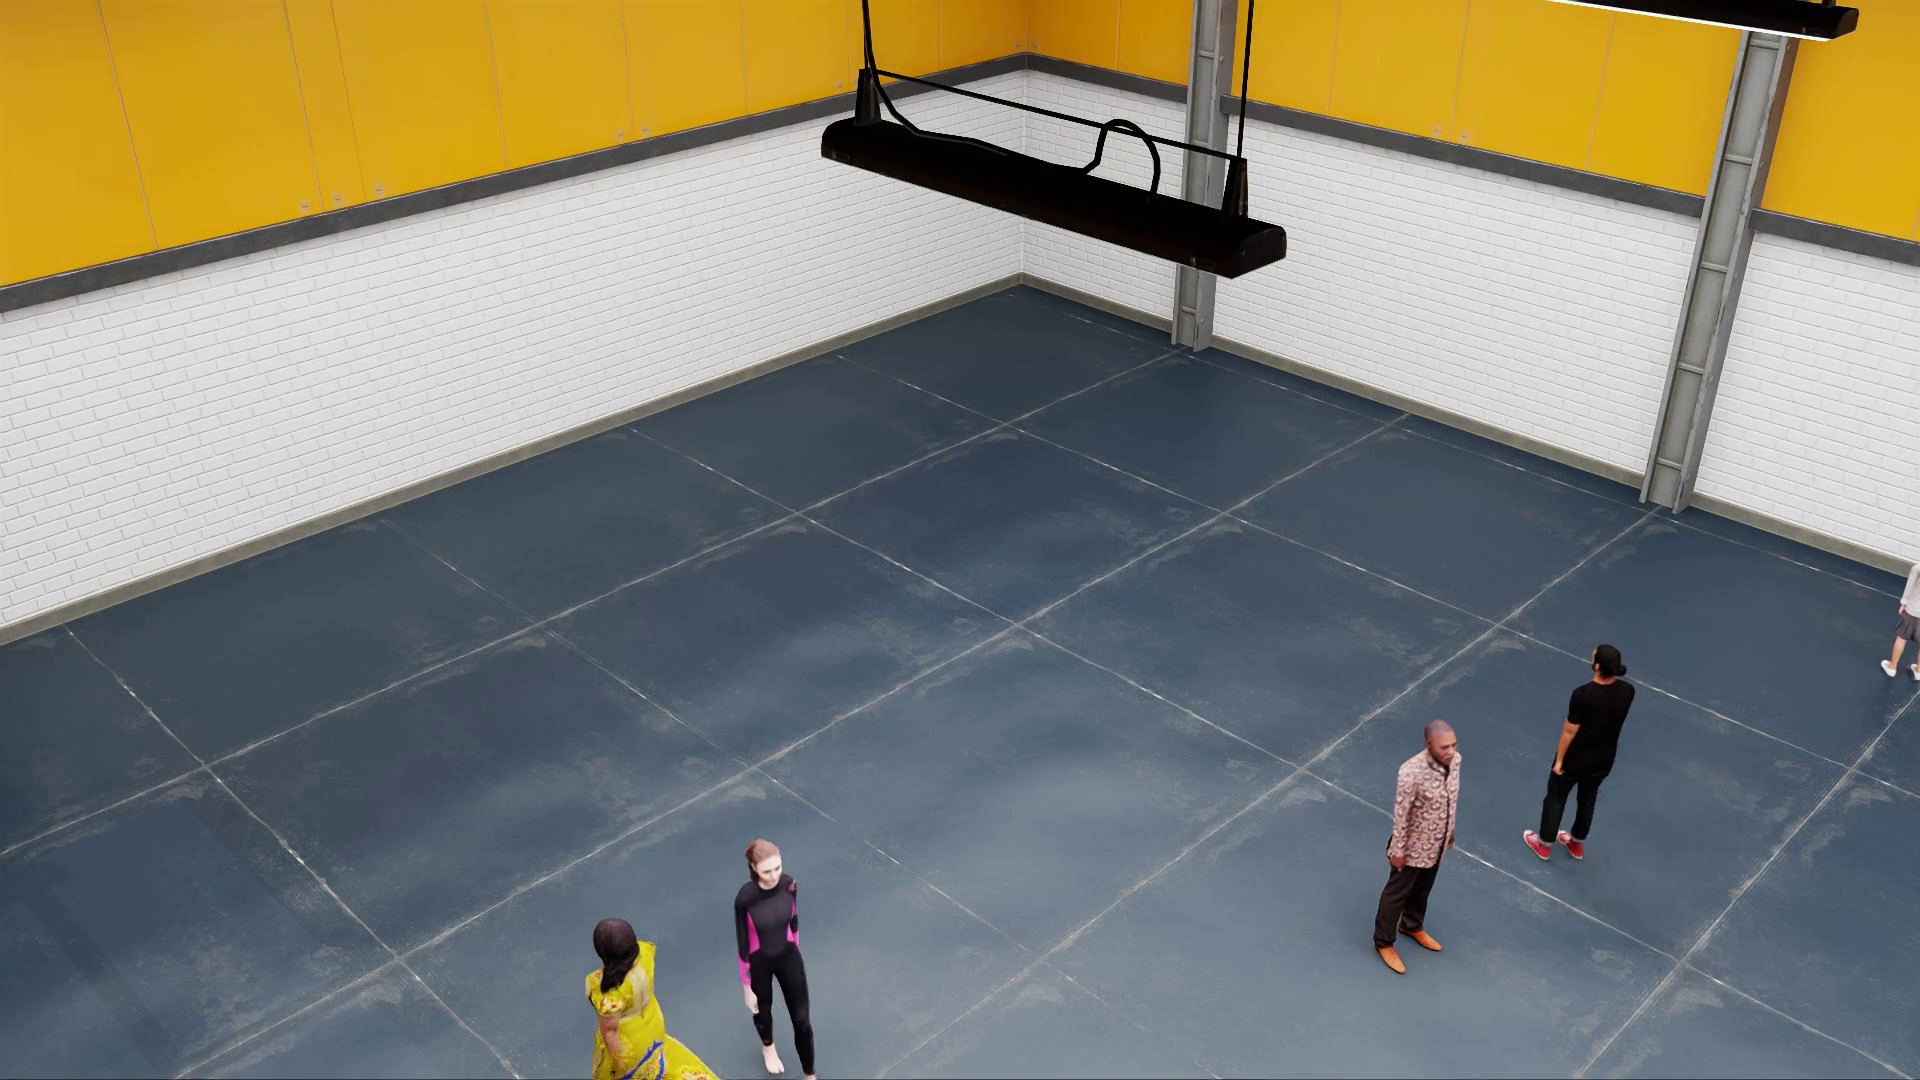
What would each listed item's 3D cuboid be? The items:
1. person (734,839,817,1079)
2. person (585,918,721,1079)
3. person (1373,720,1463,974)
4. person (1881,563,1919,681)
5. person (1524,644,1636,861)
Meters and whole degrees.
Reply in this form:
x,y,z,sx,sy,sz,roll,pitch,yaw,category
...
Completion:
x,y,z,sx,sy,sz,roll,pitch,yaw,category
-1.139,2.445,9.749,0.755,1.726,0.949,-12,31,-21,person
-1.761,2.774,9.233,1.117,1.642,0.956,10,30,18,person
2.946,1.908,10.648,0.729,1.807,0.642,-18,34,-30,person
7.926,0.557,13.682,0.570,1.273,0.649,8,30,14,person
4.352,1.493,11.465,0.771,1.754,0.810,-6,29,-11,person
